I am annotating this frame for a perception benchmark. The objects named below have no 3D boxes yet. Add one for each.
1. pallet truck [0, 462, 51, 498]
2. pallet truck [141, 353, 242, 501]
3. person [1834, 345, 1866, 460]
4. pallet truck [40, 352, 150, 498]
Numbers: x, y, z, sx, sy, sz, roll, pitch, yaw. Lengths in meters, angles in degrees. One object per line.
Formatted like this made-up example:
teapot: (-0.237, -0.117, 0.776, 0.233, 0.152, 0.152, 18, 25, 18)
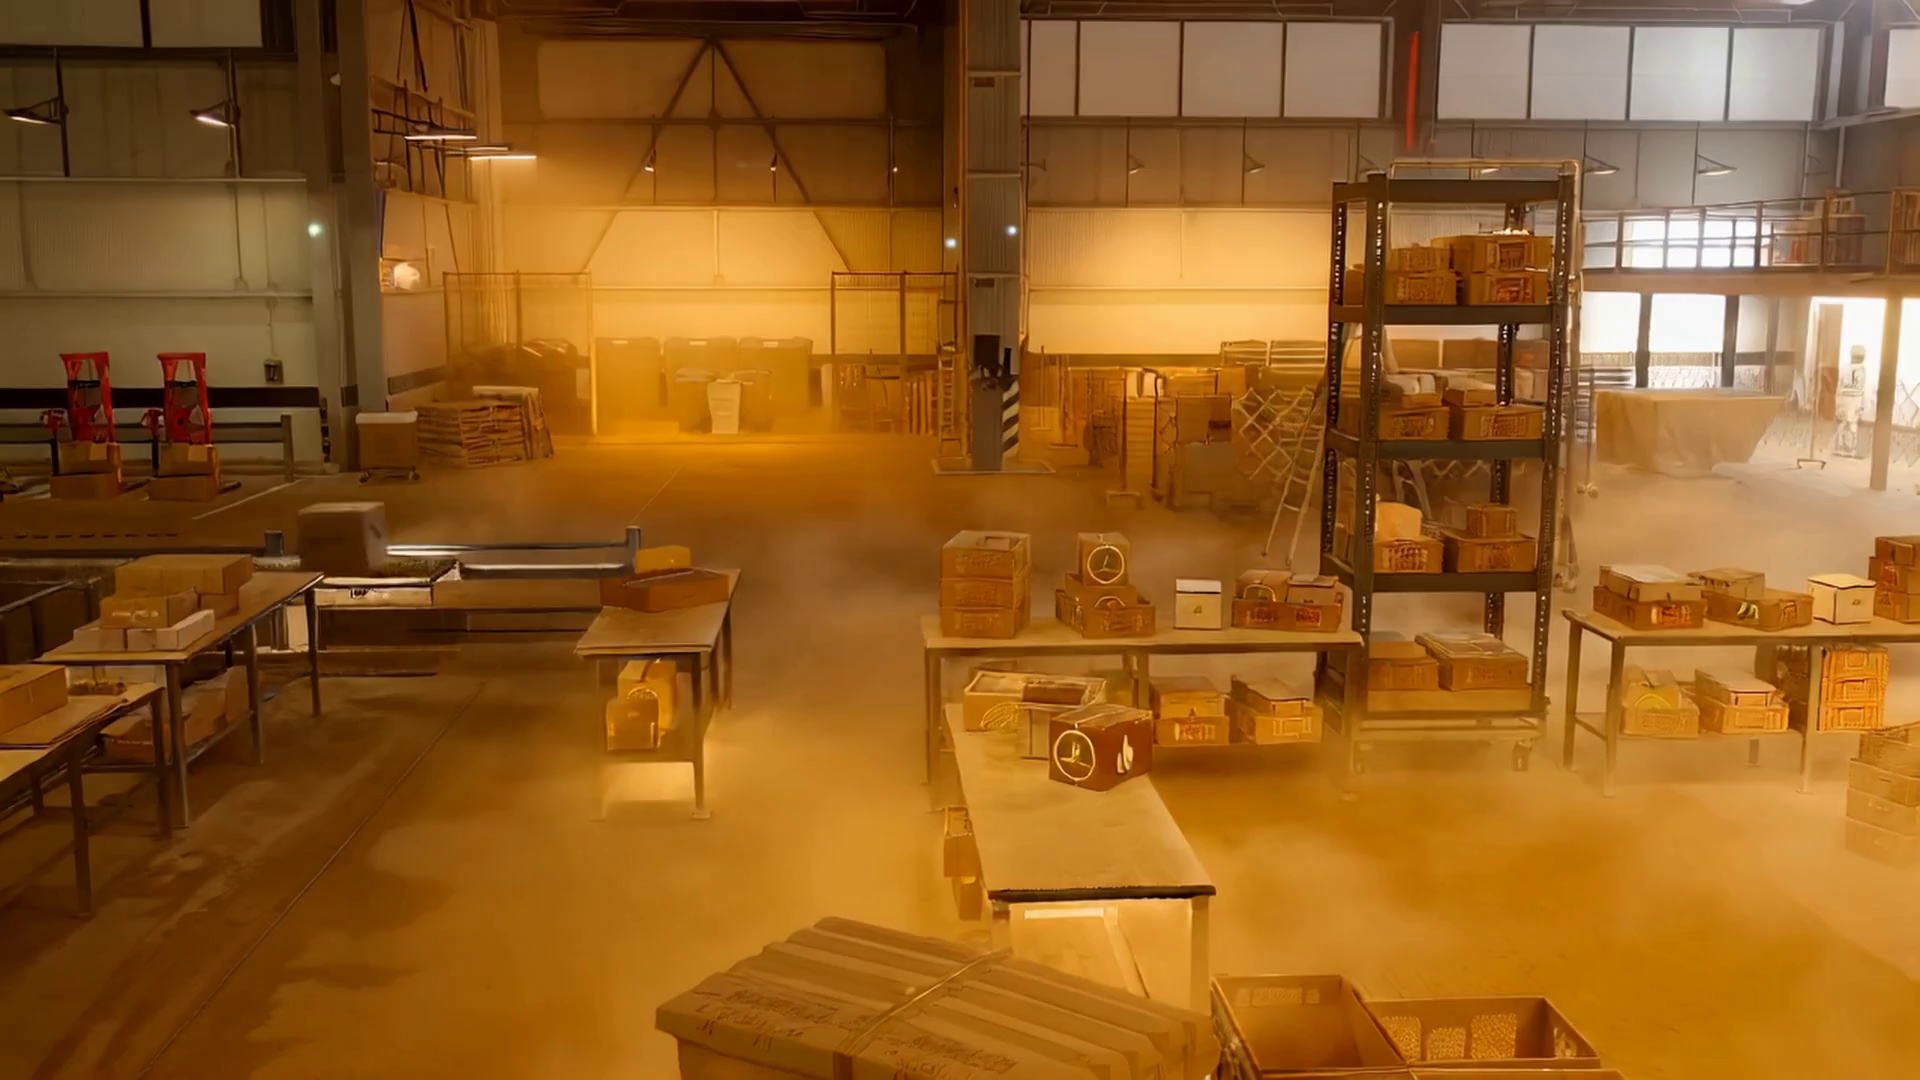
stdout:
pallet truck: (-13.193, -1.293, 23.148, 0.653, 1.274, 1.630, -1, 9, -4)
pallet truck: (-10.520, -1.604, 22.925, 0.823, 1.965, 1.885, -1, 9, -6)
person: (14.682, -2.259, 27.387, 0.337, 1.882, 0.584, -1, 9, -5)
pallet truck: (-11.907, -1.642, 23.165, 0.823, 1.965, 1.885, 0, 9, 0)
